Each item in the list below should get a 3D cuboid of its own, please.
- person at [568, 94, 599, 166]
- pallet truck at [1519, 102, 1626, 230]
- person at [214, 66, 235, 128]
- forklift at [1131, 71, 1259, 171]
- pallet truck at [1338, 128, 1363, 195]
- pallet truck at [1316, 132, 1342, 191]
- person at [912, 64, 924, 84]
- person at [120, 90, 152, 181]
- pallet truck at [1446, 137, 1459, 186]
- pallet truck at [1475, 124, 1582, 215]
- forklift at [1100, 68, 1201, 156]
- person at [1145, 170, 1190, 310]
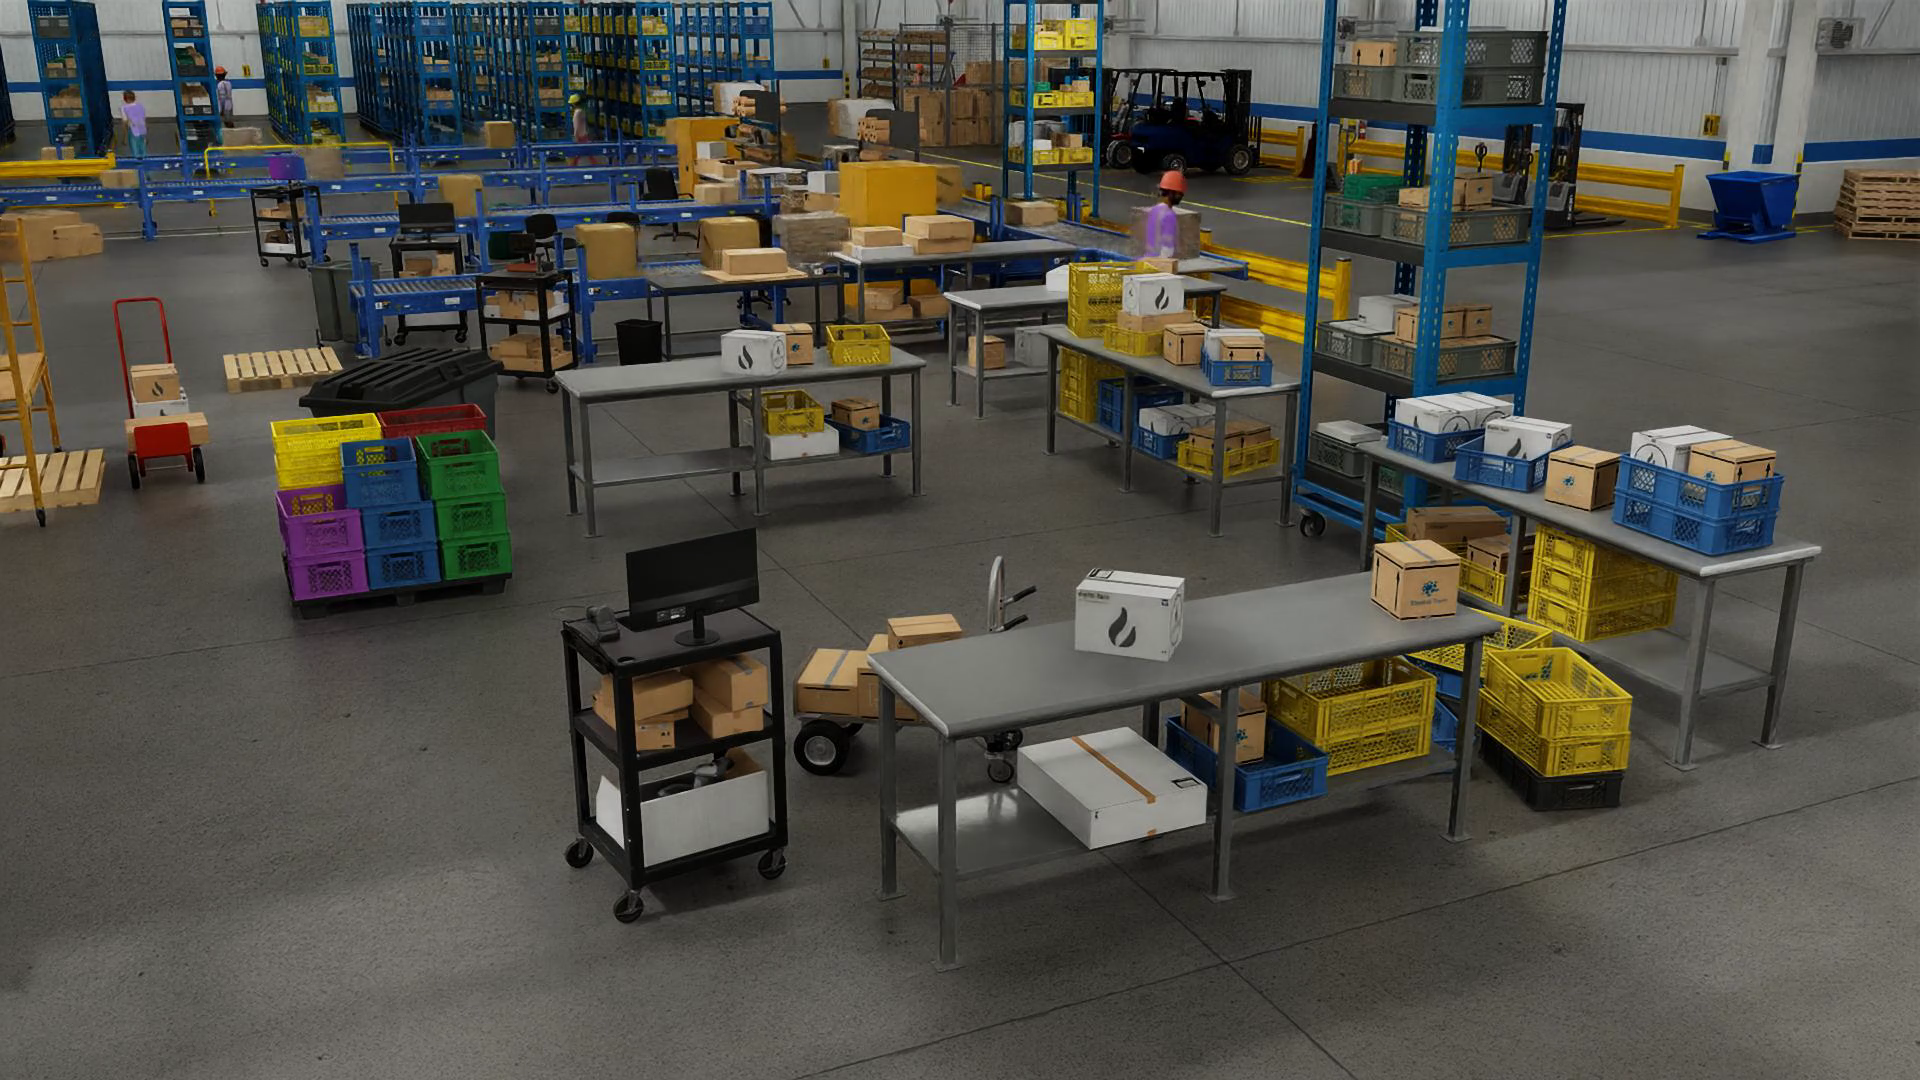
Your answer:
[{"bbox_3d":[-7.989,-8.521,35.073,0.917,1.717,0.530,-1,18,-4],"label":"person"},{"bbox_3d":[9.972,-6.037,26.785,1.885,1.965,0.823,-9,20,-25],"label":"pallet truck"},{"bbox_3d":[-18.703,-10.994,42.327,0.372,2.044,0.607,-1,18,-4],"label":"person"},{"bbox_3d":[4.998,-8.936,35.413,2.680,1.987,1.157,-9,20,-25],"label":"forklift"},{"bbox_3d":[7.845,-7.140,31.411,1.522,1.261,0.704,-9,20,-25],"label":"pallet truck"},{"bbox_3d":[7.723,-7.504,32.656,1.601,1.201,0.680,-8,19,-23],"label":"pallet truck"},{"bbox_3d":[-1.137,-12.232,46.305,0.396,1.992,0.623,-3,18,-11],"label":"person"},{"bbox_3d":[-16.890,-8.290,34.130,0.385,1.843,0.568,7,19,21],"label":"person"},{"bbox_3d":[9.184,-6.485,29.328,1.630,1.274,0.653,-8,19,-23],"label":"pallet truck"},{"bbox_3d":[9.707,-6.455,28.103,1.885,1.965,0.823,-7,19,-20],"label":"pallet truck"},{"bbox_3d":[4.082,-9.564,37.410,2.680,1.987,1.157,-8,19,-23],"label":"forklift"},{"bbox_3d":[1.990,-2.587,16.027,0.457,1.918,0.560,-4,18,-14],"label":"person"}]
